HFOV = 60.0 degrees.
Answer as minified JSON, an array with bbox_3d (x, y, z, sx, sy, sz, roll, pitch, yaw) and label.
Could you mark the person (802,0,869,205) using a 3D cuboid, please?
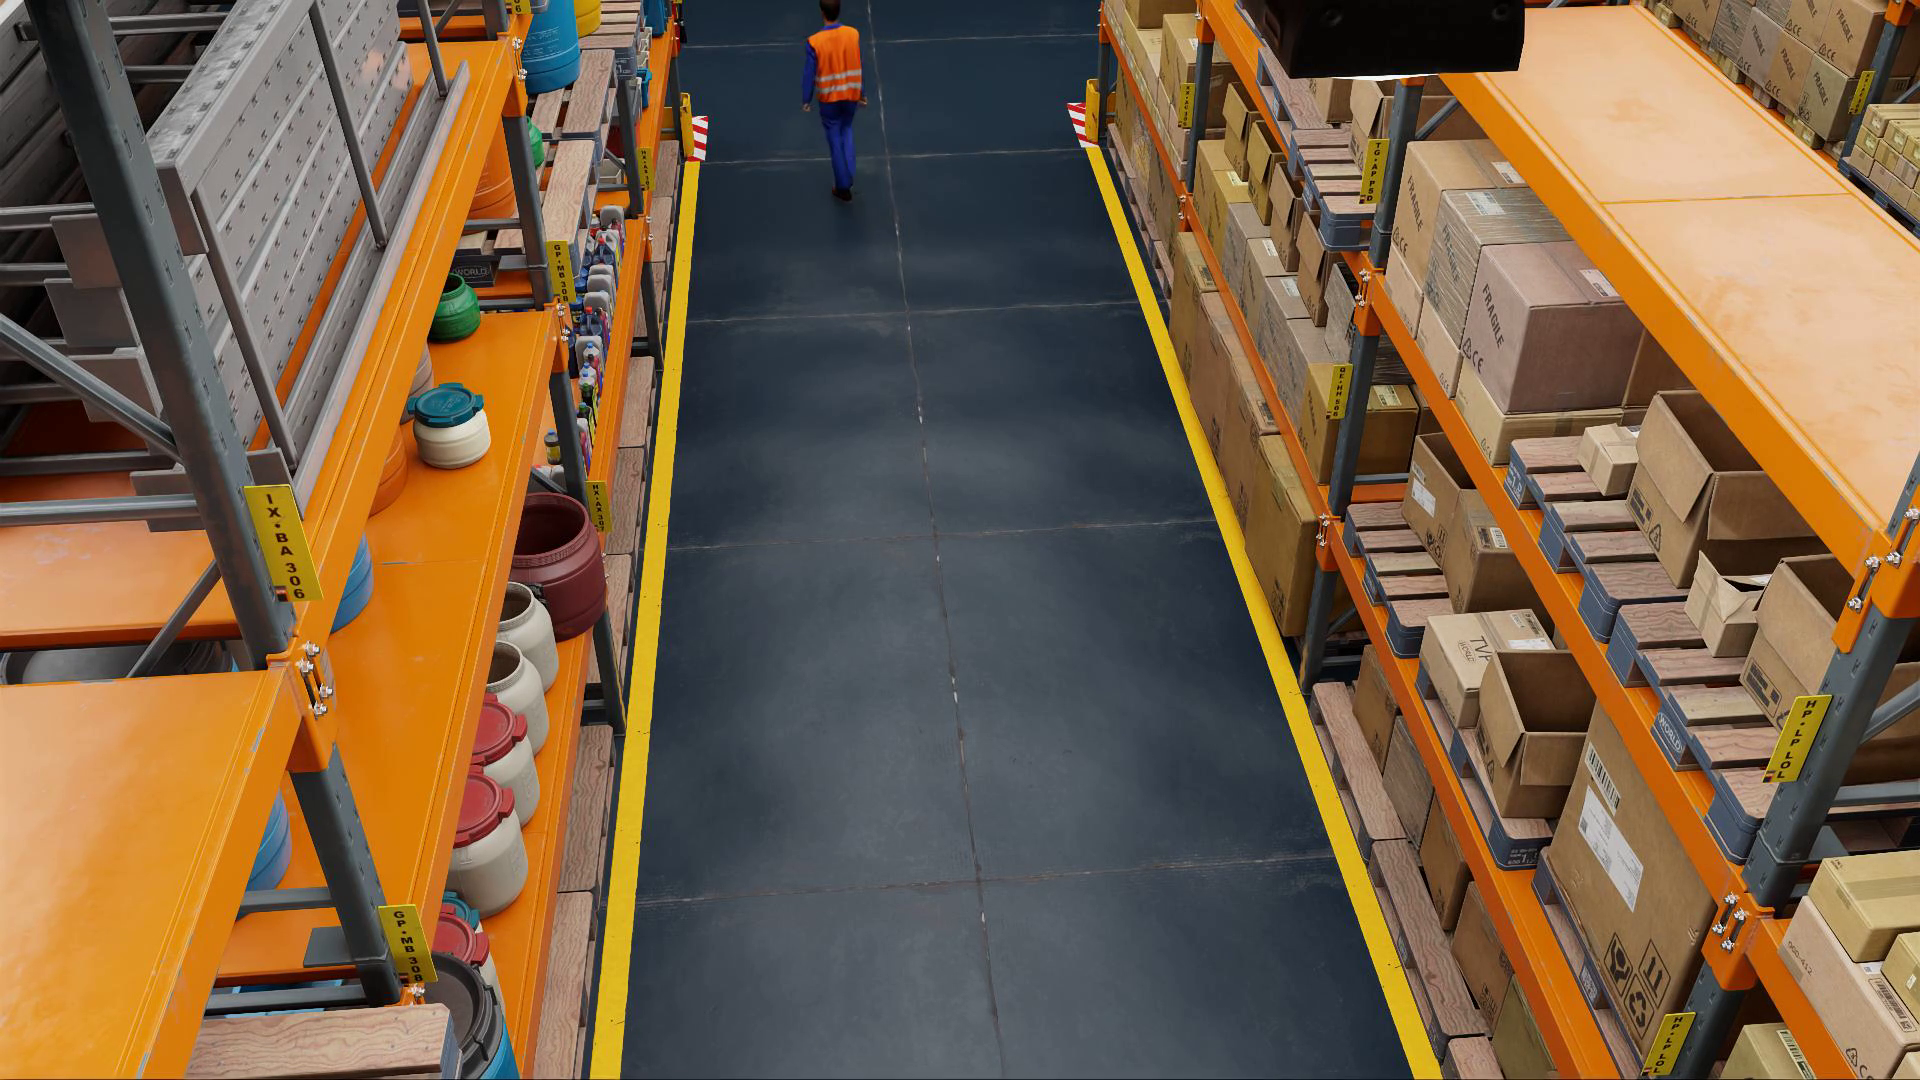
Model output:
[{"bbox_3d":[-1.034,-3.810,14.496,0.830,1.853,0.831,-17,40,-21],"label":"person"}]
